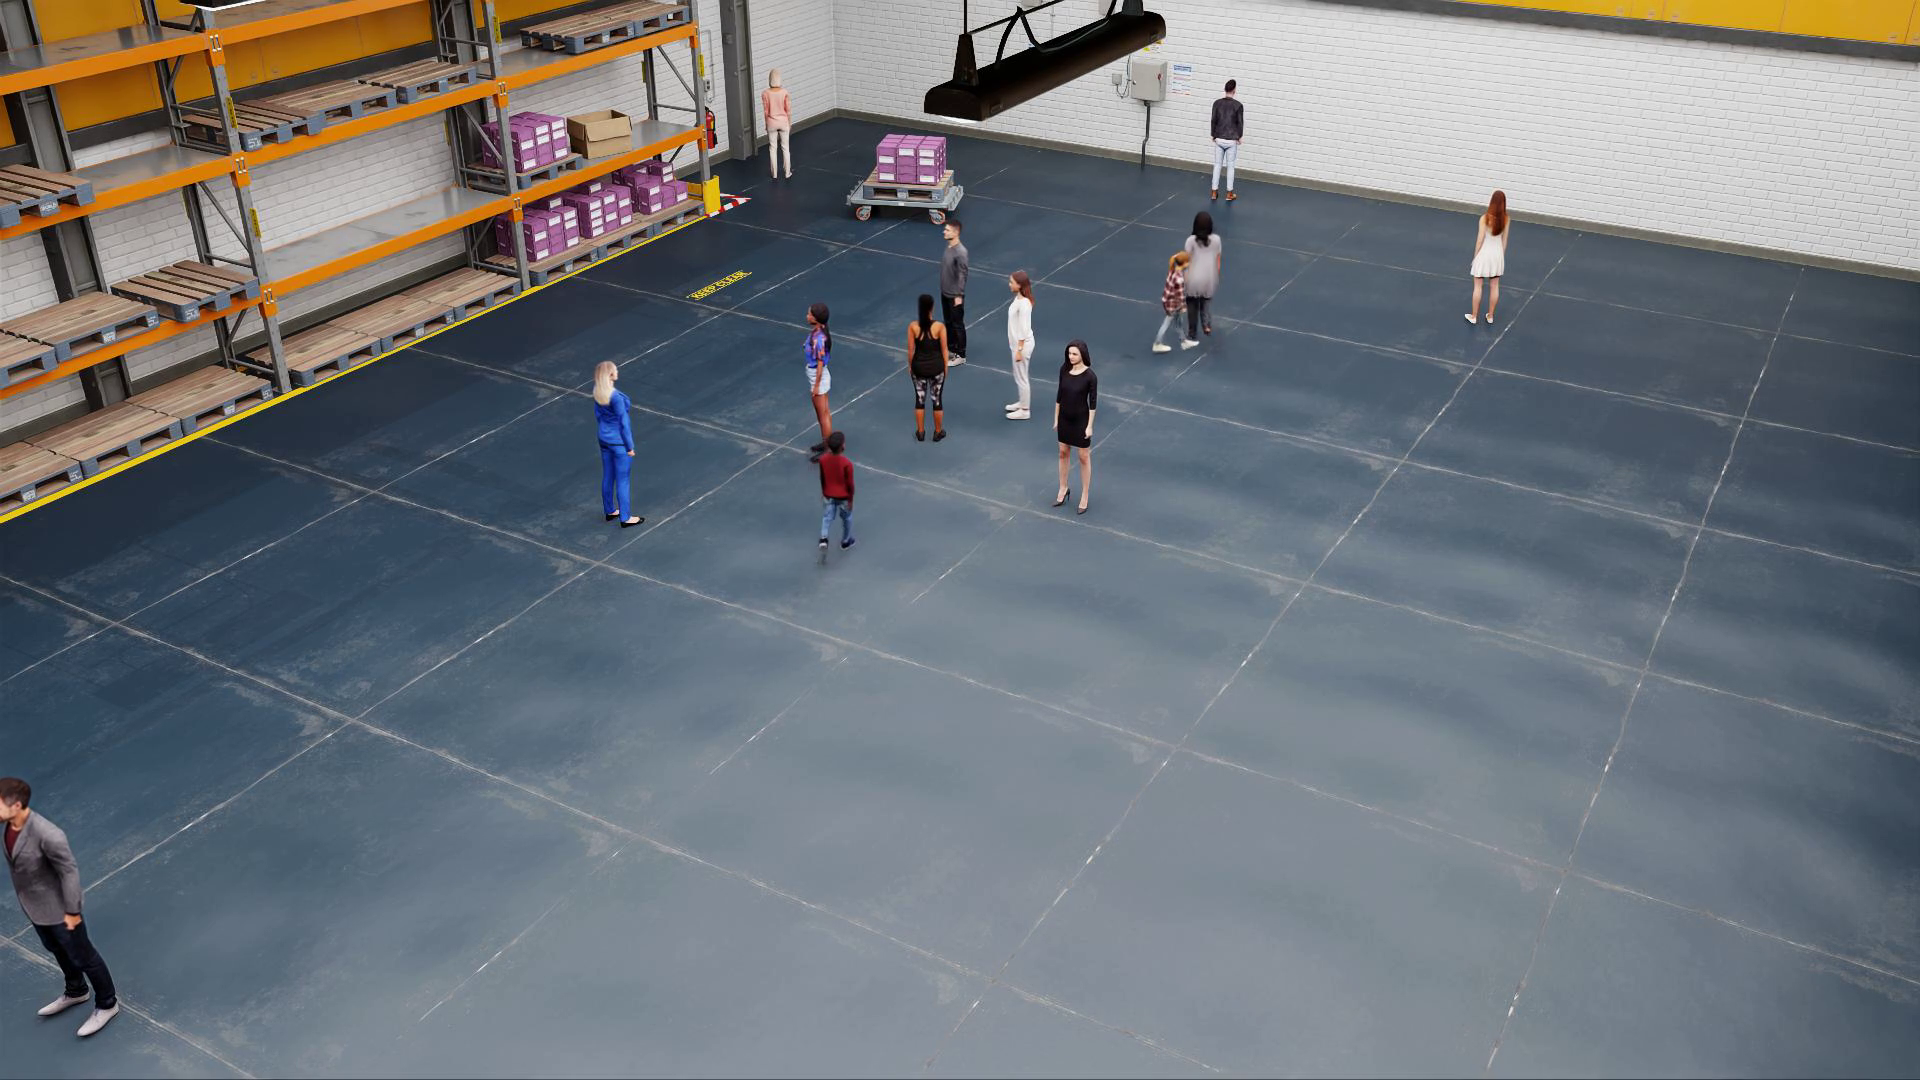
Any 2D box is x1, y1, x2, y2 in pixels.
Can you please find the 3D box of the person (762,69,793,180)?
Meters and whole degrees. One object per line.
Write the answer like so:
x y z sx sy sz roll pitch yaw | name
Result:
-2.917 -6.659 26.592 0.681 1.726 0.712 -3 29 -6 | person

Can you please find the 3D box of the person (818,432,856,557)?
-1.182 -0.416 15.652 0.598 1.243 0.783 8 30 15 | person

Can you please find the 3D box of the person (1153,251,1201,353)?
2.508 -2.857 20.095 0.846 1.274 0.837 -3 29 -6 | person

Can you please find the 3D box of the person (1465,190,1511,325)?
6.668 -3.564 20.933 0.646 1.712 0.678 -1 29 -2 | person

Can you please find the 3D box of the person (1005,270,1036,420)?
0.687 -2.168 18.402 0.754 1.686 0.665 -3 29 -5 | person

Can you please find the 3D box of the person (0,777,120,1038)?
-5.568 2.210 10.181 0.670 1.871 0.568 16 32 26 | person

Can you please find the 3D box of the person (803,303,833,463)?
-1.467 -1.660 17.411 0.732 1.743 0.630 -2 29 -3 | person

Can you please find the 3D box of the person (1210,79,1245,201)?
4.090 -6.145 25.535 0.676 1.836 0.565 12 31 21 | person

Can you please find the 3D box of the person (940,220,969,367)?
-0.076 -2.952 19.761 0.717 1.760 0.703 -14 32 -24 | person

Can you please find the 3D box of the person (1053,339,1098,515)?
1.137 -1.130 16.373 0.607 1.806 0.509 19 34 31 | person

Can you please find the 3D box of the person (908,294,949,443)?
-0.344 -1.858 17.846 0.649 1.674 0.635 3 29 6 | person

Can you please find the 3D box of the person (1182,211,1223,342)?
2.965 -3.206 20.399 0.771 1.596 0.830 -7 29 -12 | person

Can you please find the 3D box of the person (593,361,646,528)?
-3.359 -0.943 16.141 0.674 1.700 0.623 25 37 38 | person
